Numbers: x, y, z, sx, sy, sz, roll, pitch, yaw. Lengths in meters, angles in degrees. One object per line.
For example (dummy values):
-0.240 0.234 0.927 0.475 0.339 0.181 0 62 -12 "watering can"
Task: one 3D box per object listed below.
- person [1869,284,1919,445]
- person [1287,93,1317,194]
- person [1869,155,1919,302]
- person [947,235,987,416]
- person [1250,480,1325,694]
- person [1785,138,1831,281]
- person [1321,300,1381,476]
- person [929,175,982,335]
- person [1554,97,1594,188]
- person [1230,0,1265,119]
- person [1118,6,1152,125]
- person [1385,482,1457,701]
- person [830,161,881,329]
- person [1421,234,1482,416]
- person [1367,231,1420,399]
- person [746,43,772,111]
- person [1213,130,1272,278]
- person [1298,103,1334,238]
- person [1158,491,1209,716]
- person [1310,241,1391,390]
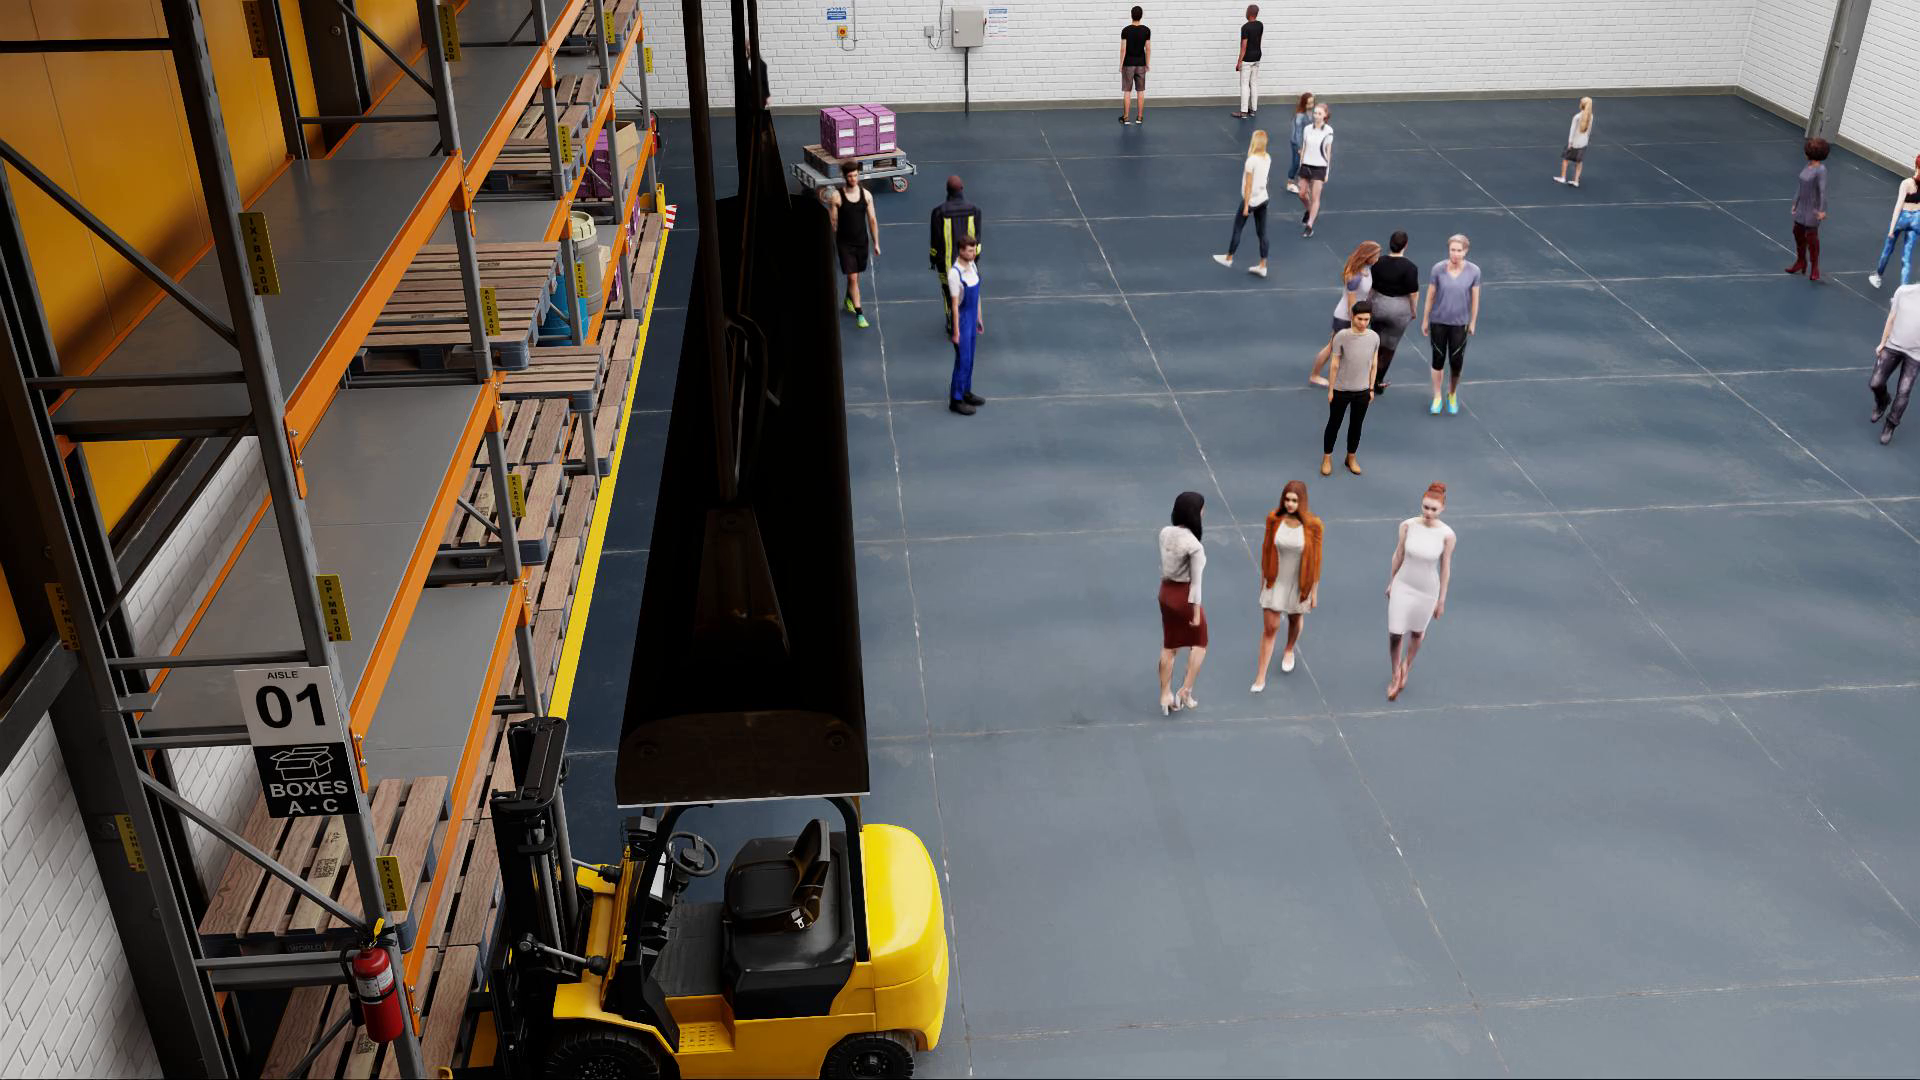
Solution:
9.301 -1.884 16.321 0.951 1.824 1.018 20 35 32 "person"
4.815 -5.629 23.575 0.773 1.451 0.723 20 35 32 "person"
11.174 -3.619 19.596 0.795 1.733 1.291 4 29 7 "person"
0.037 -2.239 16.946 0.811 1.849 0.722 15 32 25 "person"
2.498 0.282 12.500 0.877 1.681 1.126 9 30 16 "person"
10.504 -4.048 20.432 0.833 1.686 0.550 -7 29 -13 "person"
3.677 -1.445 15.631 0.610 1.713 0.532 -1 29 -1 "person"
-0.042 -3.207 18.752 0.850 1.817 0.960 -9 30 -15 "person"
8.931 -5.714 23.927 0.597 1.264 0.697 -8 30 -14 "person"
4.762 -7.872 27.319 0.763 1.805 0.793 -22 36 -35 "person"
2.824 -7.699 26.942 0.669 1.862 0.580 -4 29 -7 "person"
3.397 0.350 12.272 0.738 1.779 0.786 13 31 22 "person"
-1.249 -3.431 19.134 0.927 1.845 1.253 -10 30 -18 "person"
4.959 -2.203 16.858 0.776 1.870 0.787 9 30 16 "person"
4.379 -2.298 17.169 0.813 1.738 0.874 23 36 35 "person"
-3.129 -6.765 25.409 0.686 1.690 0.697 -6 29 -10 "person"
3.689 -4.101 20.424 0.938 1.785 1.079 -21 35 -33 "person"
4.709 -4.896 21.930 0.764 1.740 0.870 14 31 23 "person"
1.522 0.503 12.047 0.829 1.727 0.715 -15 32 -25 "person"
3.950 -2.309 17.280 1.125 1.651 1.124 15 32 26 "person"
